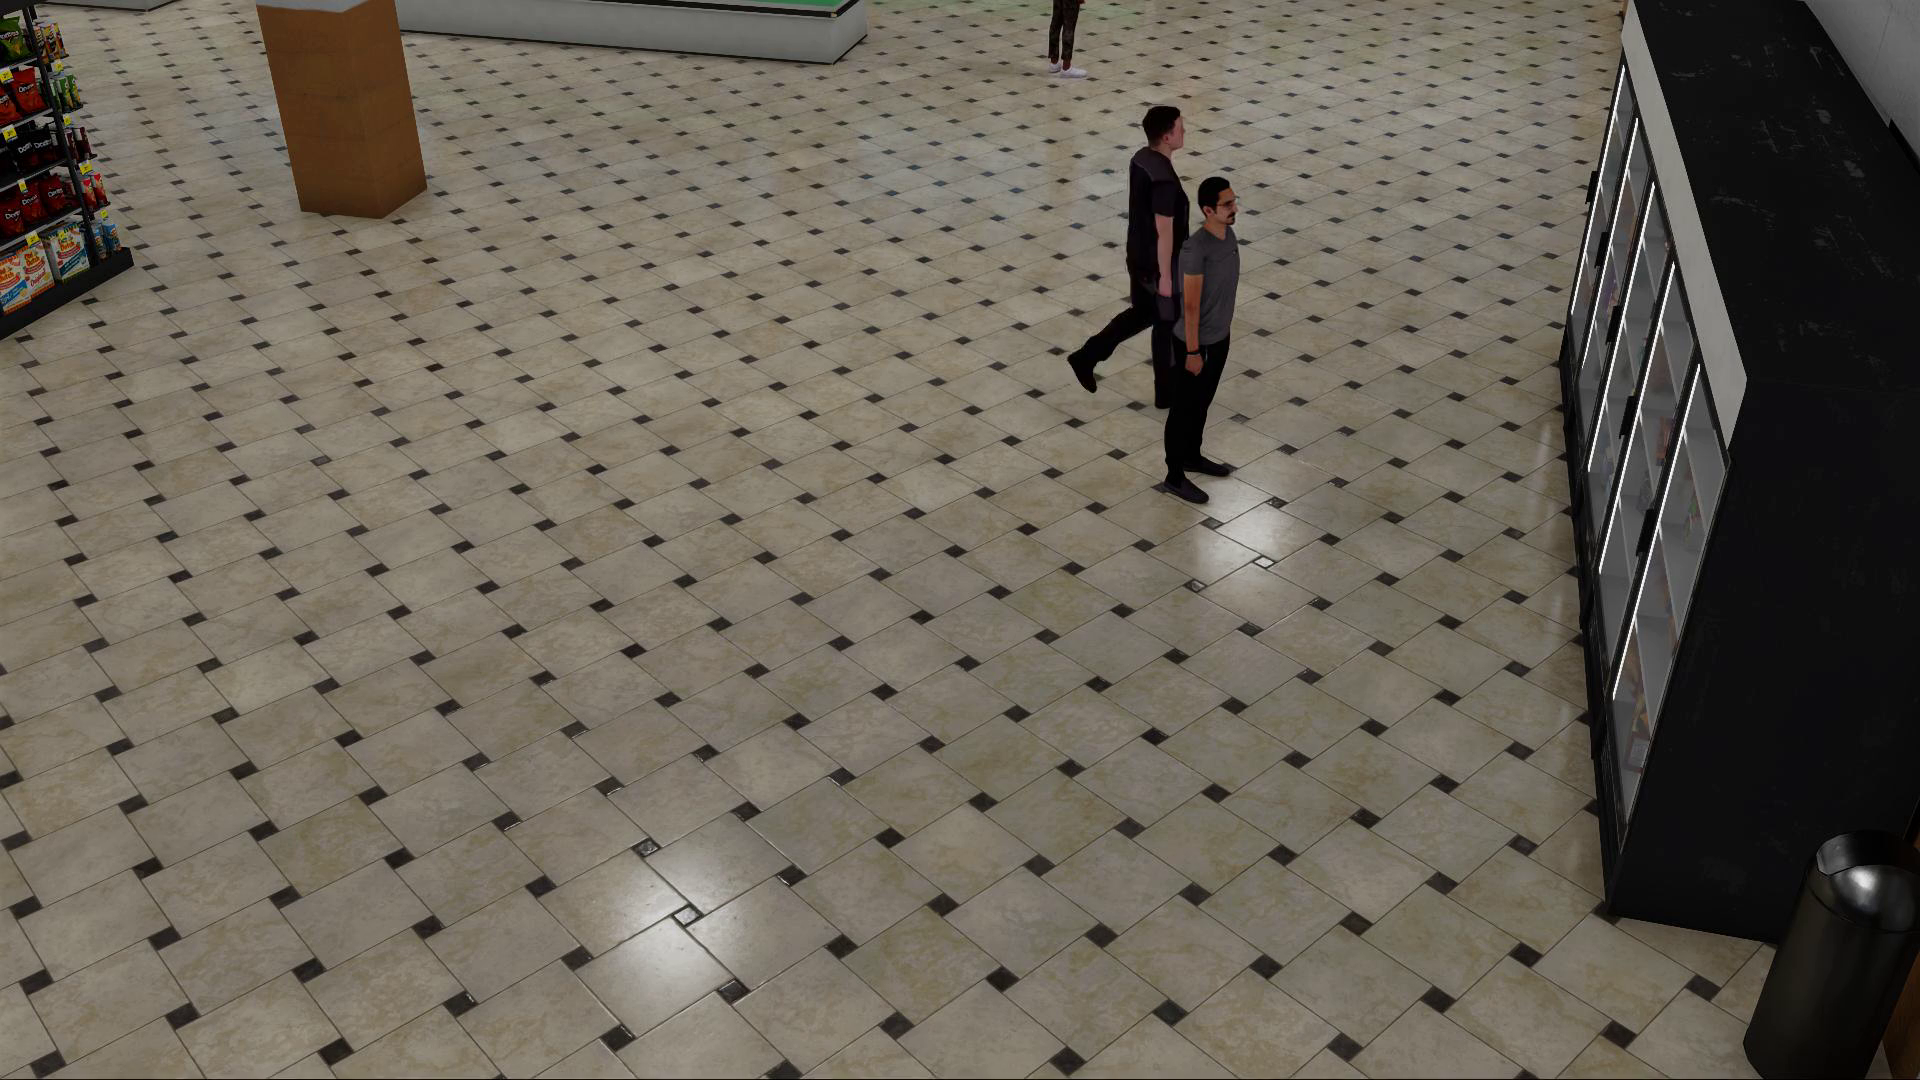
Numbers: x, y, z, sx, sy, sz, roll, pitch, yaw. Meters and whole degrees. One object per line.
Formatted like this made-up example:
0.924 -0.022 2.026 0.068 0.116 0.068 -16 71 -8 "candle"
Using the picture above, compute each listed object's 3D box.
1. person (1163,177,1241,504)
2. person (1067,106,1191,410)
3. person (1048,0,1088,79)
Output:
1.286 -1.085 8.842 0.631 1.754 0.673 17 36 25 "person"
1.040 -1.583 9.575 1.170 1.827 0.973 -4 32 -6 "person"
0.998 -5.201 15.510 0.706 1.699 0.655 -15 35 -23 "person"
